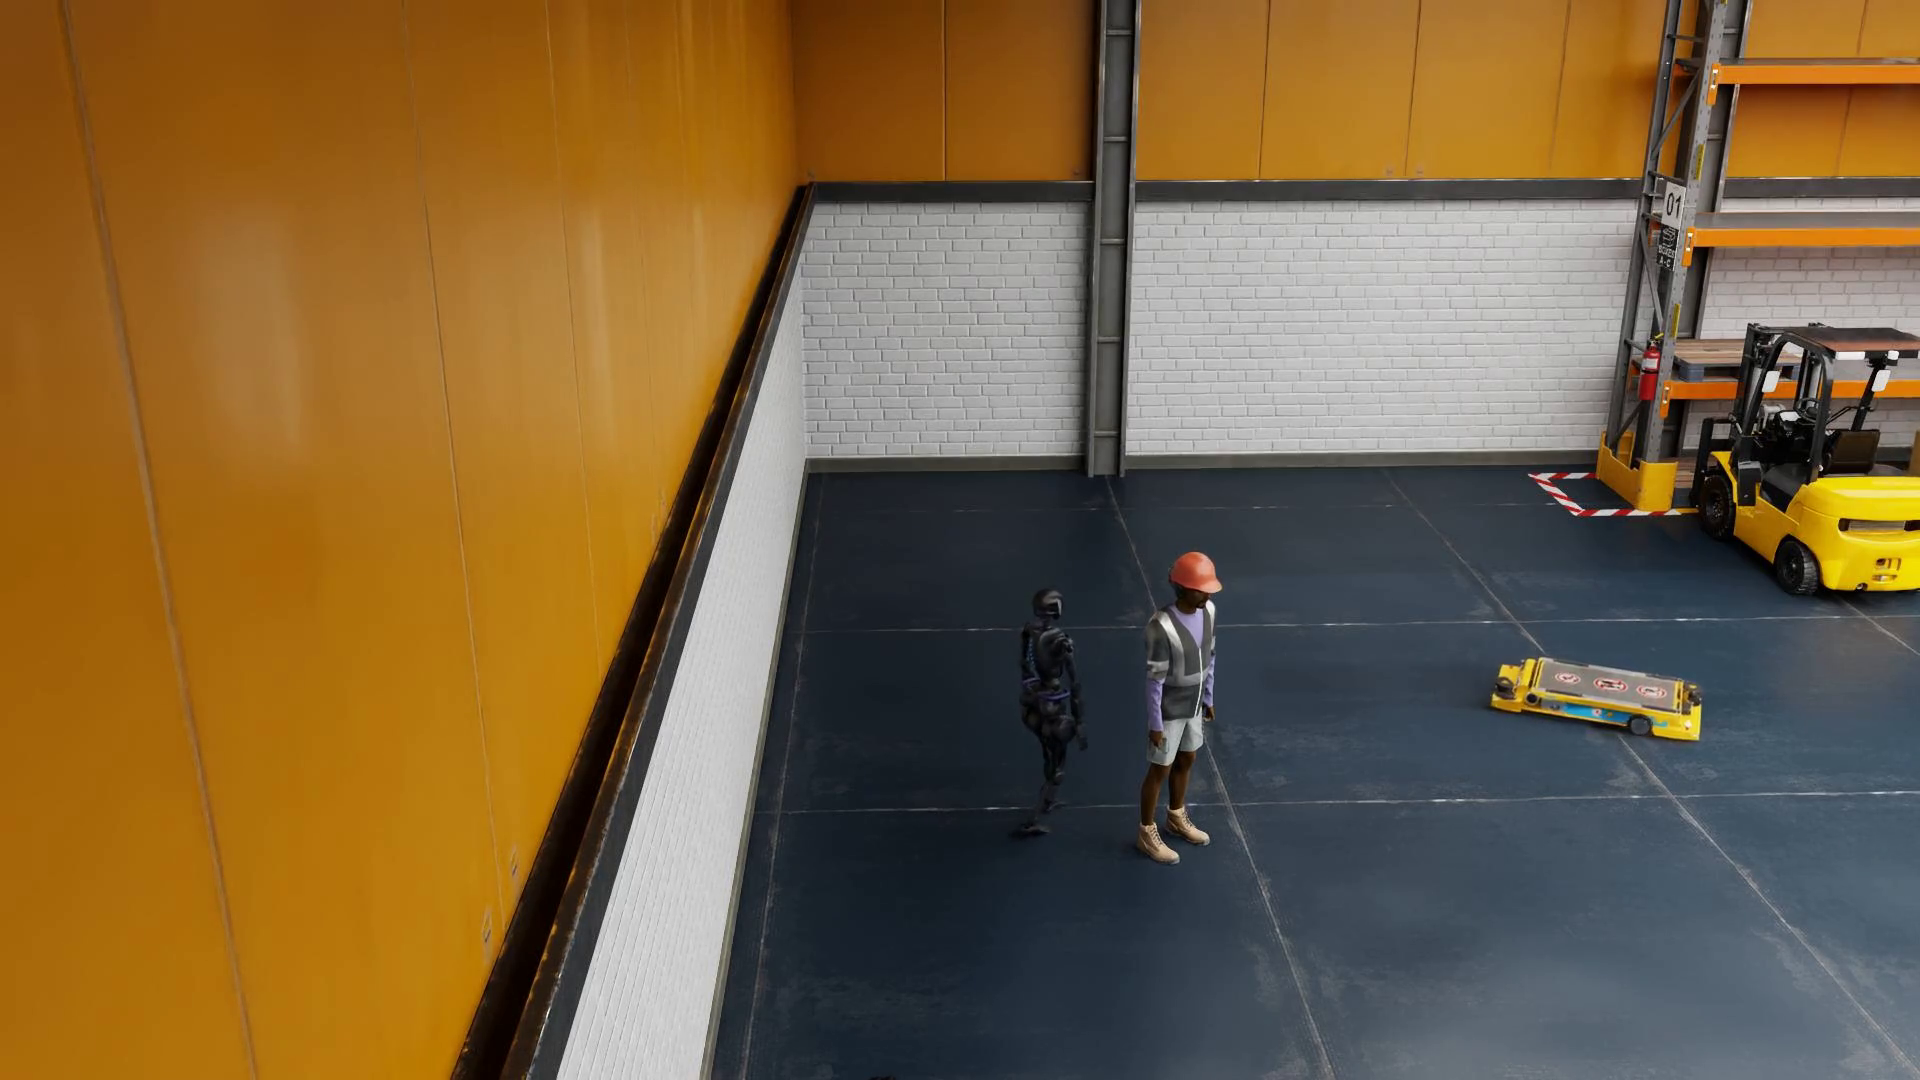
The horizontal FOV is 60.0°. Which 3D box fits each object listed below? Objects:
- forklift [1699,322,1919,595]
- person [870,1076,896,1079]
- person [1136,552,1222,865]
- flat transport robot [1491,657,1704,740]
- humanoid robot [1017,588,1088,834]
[{"bbox_3d":[7.809,-0.792,14.926,1.214,2.155,2.313,-1,20,-2],"label":"forklift"},{"bbox_3d":[-0.223,2.706,6.180,0.330,1.686,0.530,-2,20,-5],"label":"person"},{"bbox_3d":[1.379,1.024,10.242,0.414,2.034,0.602,19,27,41],"label":"person"},{"bbox_3d":[4.746,1.167,12.390,1.431,0.231,0.659,9,22,22],"label":"flat transport robot"},{"bbox_3d":[0.583,1.077,10.623,0.604,1.638,0.600,-14,25,-34],"label":"humanoid robot"}]
